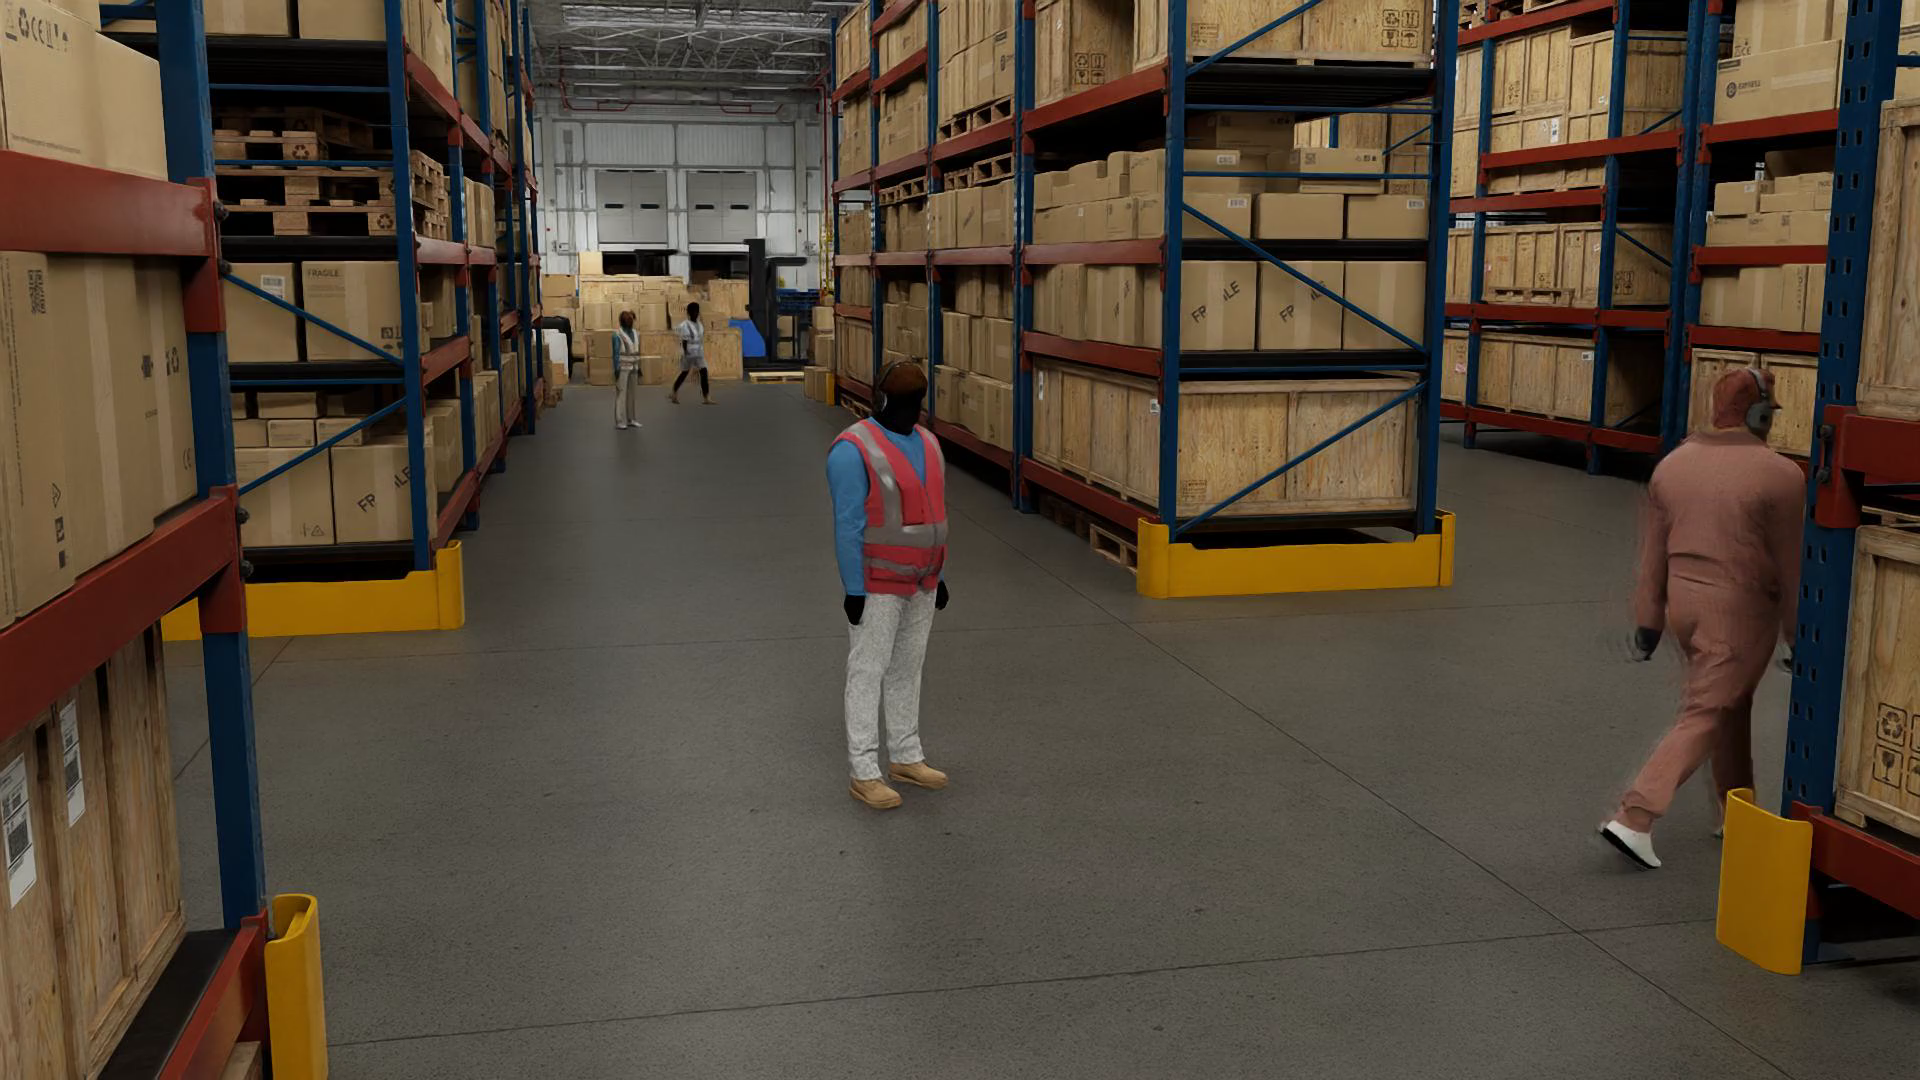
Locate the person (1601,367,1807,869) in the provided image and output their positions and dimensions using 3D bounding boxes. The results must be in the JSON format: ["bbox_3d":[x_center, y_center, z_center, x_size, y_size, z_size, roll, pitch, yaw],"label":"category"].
[{"bbox_3d":[2.805,0.287,6.194,0.992,1.864,0.627,-3,10,-17],"label":"person"}]

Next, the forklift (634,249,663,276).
[{"bbox_3d":[-10.535,-8.469,56.446,1.129,2.768,1.873,-8,12,-39],"label":"forklift"}]

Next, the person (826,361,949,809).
[{"bbox_3d":[-0.265,0.174,6.942,0.430,1.838,0.619,7,12,37],"label":"person"}]

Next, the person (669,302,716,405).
[{"bbox_3d":[-4.380,-3.022,26.957,0.835,1.665,0.536,7,12,36],"label":"person"}]

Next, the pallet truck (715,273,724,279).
[{"bbox_3d":[-8.580,-8.986,62.280,1.885,1.965,0.823,1,9,5],"label":"pallet truck"}]

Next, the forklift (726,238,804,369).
[{"bbox_3d":[-4.384,-5.092,35.858,1.873,2.768,1.129,-2,10,-12],"label":"forklift"}]

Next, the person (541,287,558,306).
[{"bbox_3d":[-14.533,-8.368,58.894,0.604,1.923,0.740,-2,10,-12],"label":"person"}]

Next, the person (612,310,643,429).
[{"bbox_3d":[-4.592,-2.353,22.950,0.310,1.636,0.523,5,11,28],"label":"person"}]
